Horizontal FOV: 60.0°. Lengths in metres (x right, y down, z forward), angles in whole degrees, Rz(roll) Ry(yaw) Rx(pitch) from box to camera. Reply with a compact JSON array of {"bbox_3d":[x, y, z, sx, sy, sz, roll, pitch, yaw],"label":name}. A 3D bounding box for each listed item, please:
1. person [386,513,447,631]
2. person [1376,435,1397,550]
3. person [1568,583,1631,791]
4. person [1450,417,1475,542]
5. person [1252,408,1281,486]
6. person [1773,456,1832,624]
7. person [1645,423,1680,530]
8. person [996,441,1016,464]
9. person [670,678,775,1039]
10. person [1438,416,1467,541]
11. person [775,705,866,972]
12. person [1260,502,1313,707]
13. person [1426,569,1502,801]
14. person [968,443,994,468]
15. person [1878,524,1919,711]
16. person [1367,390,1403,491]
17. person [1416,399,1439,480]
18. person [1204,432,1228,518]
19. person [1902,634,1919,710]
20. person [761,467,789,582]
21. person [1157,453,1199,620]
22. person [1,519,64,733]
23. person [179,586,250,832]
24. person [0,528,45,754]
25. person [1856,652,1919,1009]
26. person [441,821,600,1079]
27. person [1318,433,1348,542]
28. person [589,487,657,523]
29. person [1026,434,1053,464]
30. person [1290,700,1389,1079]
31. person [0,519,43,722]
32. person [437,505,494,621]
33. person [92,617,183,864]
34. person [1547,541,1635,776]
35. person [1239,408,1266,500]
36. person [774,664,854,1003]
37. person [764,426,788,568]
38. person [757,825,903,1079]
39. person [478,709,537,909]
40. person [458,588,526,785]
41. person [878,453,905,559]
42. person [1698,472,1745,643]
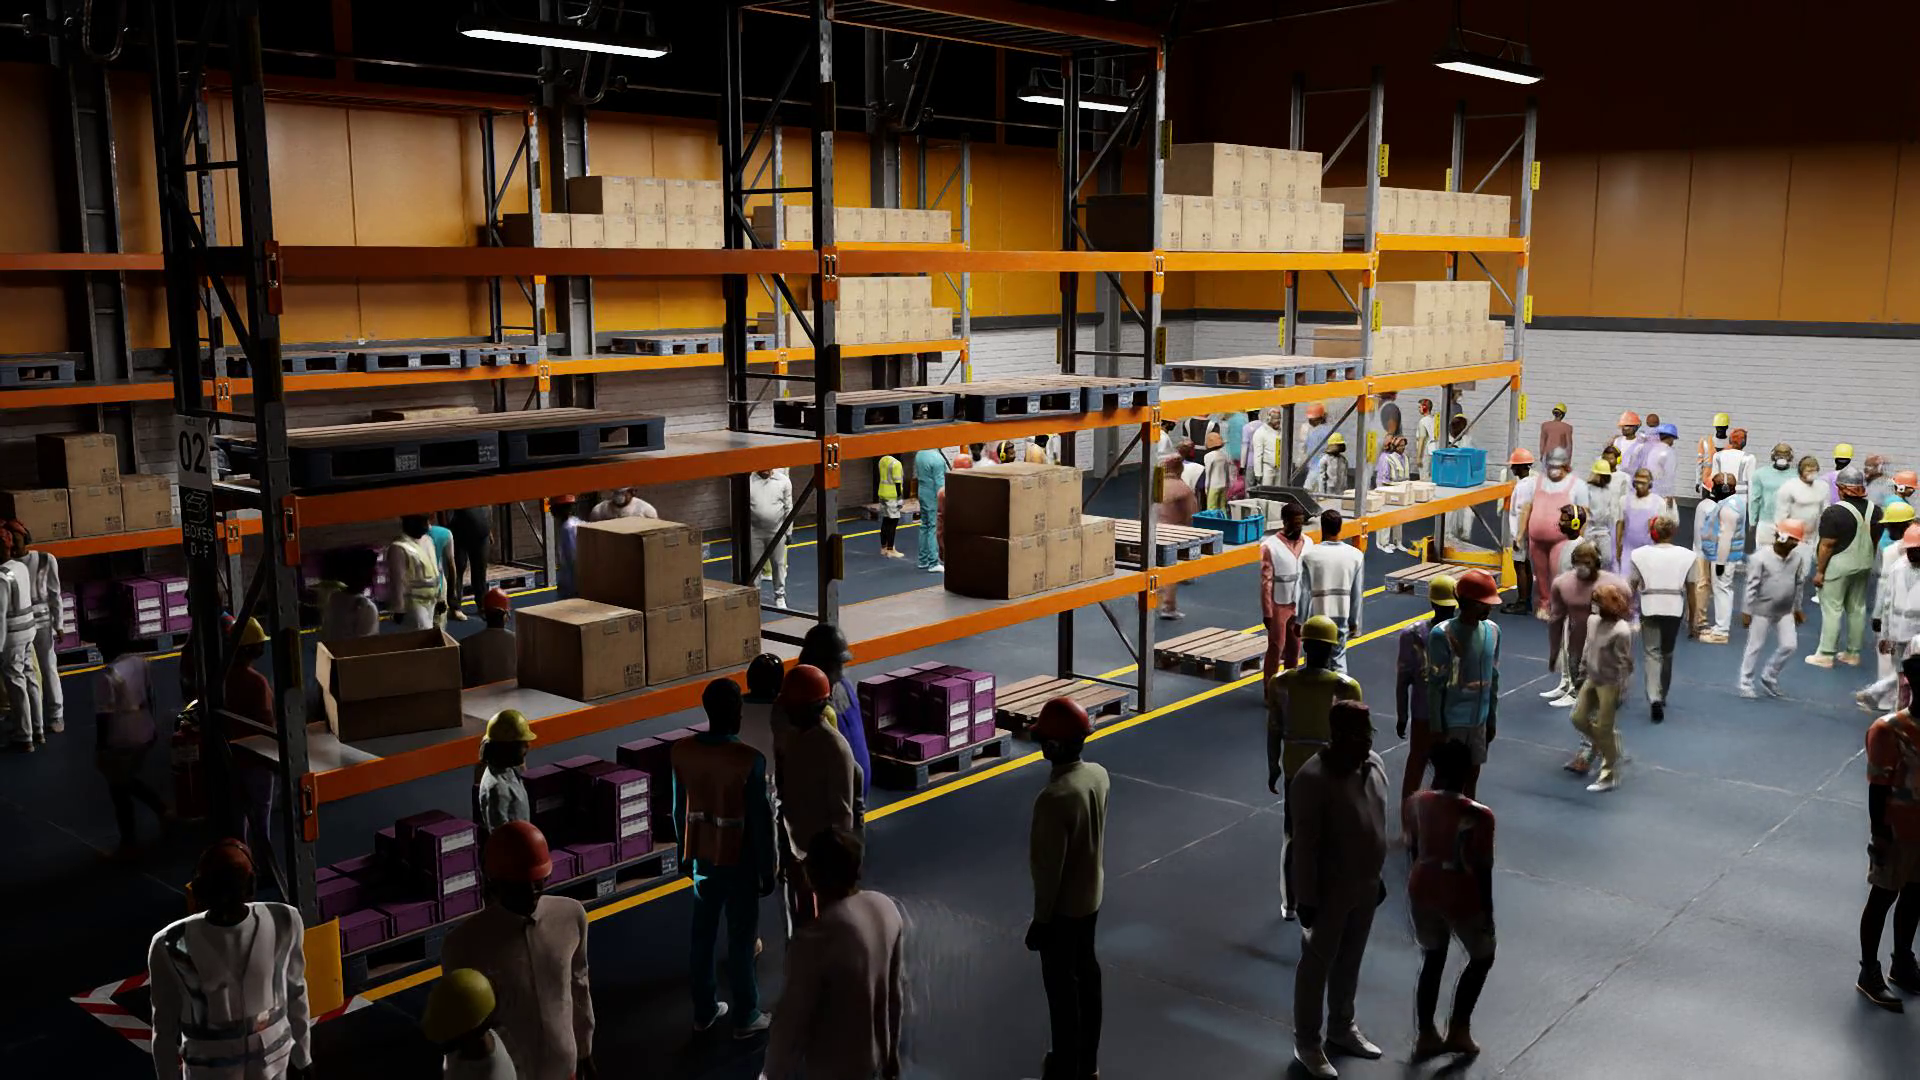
[{"bbox_3d":[-5.007,0.585,15.458,0.505,1.828,0.628,1,10,8],"label":"person"},{"bbox_3d":[6.042,-0.670,23.513,0.318,1.631,0.524,1,10,4],"label":"person"},{"bbox_3d":[4.929,1.127,12.794,0.354,1.620,0.513,-2,10,-13],"label":"person"},{"bbox_3d":[7.232,-0.896,24.309,0.579,1.806,0.760,-3,10,-20],"label":"person"},{"bbox_3d":[4.668,-1.033,24.902,0.654,1.895,0.400,-7,12,-34],"label":"person"},{"bbox_3d":[9.508,-0.001,18.723,0.657,1.905,0.580,-4,10,-21],"label":"person"},{"bbox_3d":[9.411,-0.601,22.280,0.488,1.902,0.684,-2,10,-11],"label":"person"},{"bbox_3d":[0.556,-0.287,20.504,0.328,1.873,0.520,2,10,12],"label":"person"},{"bbox_3d":[-1.239,1.664,8.714,0.593,1.919,0.392,5,11,26],"label":"person"},{"bbox_3d":[6.982,-0.837,23.737,0.810,1.893,0.543,-9,13,-44],"label":"person"},{"bbox_3d":[-0.751,1.717,8.954,0.486,1.738,0.321,0,10,1],"label":"person"},{"bbox_3d":[2.960,0.598,15.123,0.597,1.909,0.405,-6,11,-32],"label":"person"},{"bbox_3d":[3.407,1.194,11.186,0.606,2.035,0.405,-5,11,-27],"label":"person"},{"bbox_3d":[0.210,-0.565,22.776,0.540,1.649,0.875,1,10,6],"label":"person"},{"bbox_3d":[8.070,0.792,14.000,0.935,1.909,0.543,-4,10,-25],"label":"person"},{"bbox_3d":[7.470,-1.797,29.014,1.047,2.000,0.692,-5,11,-26],"label":"person"},{"bbox_3d":[7.655,-1.391,27.212,0.388,1.838,0.561,8,12,40],"label":"person"},{"bbox_3d":[3.660,-0.732,23.906,0.288,1.626,0.496,9,13,43],"label":"person"},{"bbox_3d":[6.787,1.250,11.486,0.404,1.823,0.591,-6,11,-32],"label":"person"},{"bbox_3d":[-2.445,-0.436,21.226,0.381,1.924,0.594,9,13,42],"label":"person"},{"bbox_3d":[2.454,-0.044,18.966,0.555,1.889,0.670,-7,12,-36],"label":"person"},{"bbox_3d":[-8.045,0.747,14.323,0.584,1.878,0.368,-3,10,-19],"label":"person"},{"bbox_3d":[-5.282,1.190,11.796,0.430,1.838,0.619,-9,13,-43],"label":"person"},{"bbox_3d":[-7.874,0.829,13.819,0.338,1.882,0.571,-2,10,-10],"label":"person"},{"bbox_3d":[5.221,1.571,9.124,0.604,1.967,0.367,-4,10,-21],"label":"person"},{"bbox_3d":[-1.654,2.024,6.333,0.622,1.993,0.381,-9,13,-43],"label":"person"},{"bbox_3d":[5.107,-0.595,22.718,0.492,1.746,0.284,-5,11,-28],"label":"person"},{"bbox_3d":[-3.389,0.271,16.665,0.698,2.000,0.583,0,10,1],"label":"person"},{"bbox_3d":[1.070,-0.651,22.541,0.379,1.918,0.585,-1,10,-4],"label":"person"},{"bbox_3d":[1.936,1.729,8.363,0.651,1.905,0.403,-8,12,-39],"label":"person"},{"bbox_3d":[-8.394,0.707,14.692,0.565,1.836,0.392,-2,10,-10],"label":"person"},{"bbox_3d":[-5.579,-0.101,18.888,0.535,2.000,0.684,8,13,41],"label":"person"},{"bbox_3d":[-5.615,1.351,11.278,0.460,1.673,0.613,0,10,2],"label":"person"},{"bbox_3d":[5.022,0.923,13.322,0.650,1.864,0.982,9,13,42],"label":"person"},{"bbox_3d":[4.573,-1.216,25.939,0.592,1.912,0.399,-8,12,-39],"label":"person"},{"bbox_3d":[-0.778,1.621,8.786,0.409,1.986,0.621,-6,11,-32],"label":"person"},{"bbox_3d":[-2.535,-0.568,22.086,0.407,1.906,0.638,-4,10,-25],"label":"person"},{"bbox_3d":[-0.480,2.047,6.544,1.016,1.892,0.645,5,11,26],"label":"person"},{"bbox_3d":[-2.377,1.741,8.807,0.323,1.736,0.486,-2,10,-9],"label":"person"},{"bbox_3d":[-3.313,1.208,11.965,0.568,1.743,0.353,-2,10,-11],"label":"person"},{"bbox_3d":[-0.940,-0.584,22.830,0.323,1.686,0.540,-5,11,-28],"label":"person"},{"bbox_3d":[8.154,0.184,17.806,0.429,1.837,0.628,5,11,26],"label":"person"}]
